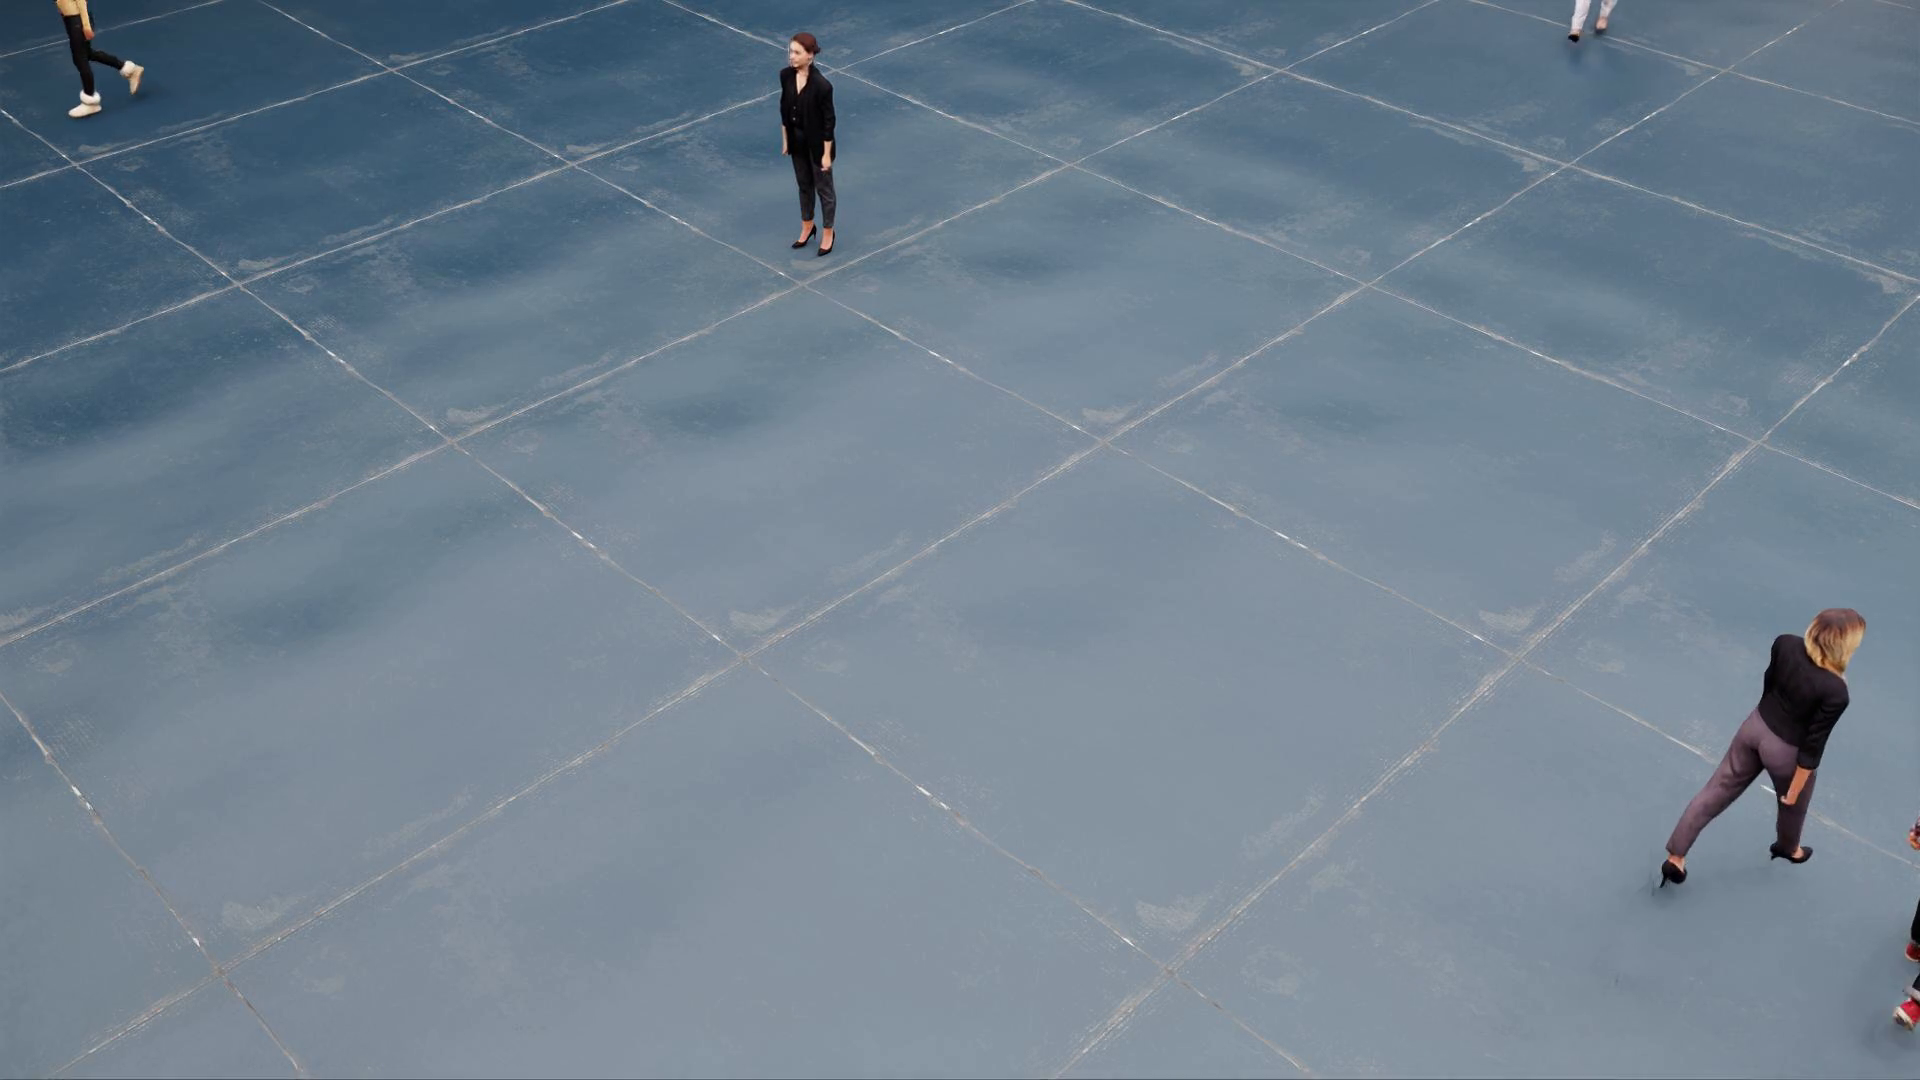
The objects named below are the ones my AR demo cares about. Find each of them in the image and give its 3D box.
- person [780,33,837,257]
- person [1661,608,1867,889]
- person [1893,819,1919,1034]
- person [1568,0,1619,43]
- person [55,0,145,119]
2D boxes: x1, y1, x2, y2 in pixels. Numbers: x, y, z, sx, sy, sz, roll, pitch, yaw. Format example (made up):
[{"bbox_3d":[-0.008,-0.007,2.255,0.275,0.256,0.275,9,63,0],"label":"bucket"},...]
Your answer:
[{"bbox_3d":[-1.109,-2.965,12.447,0.671,1.718,0.618,24,43,28],"label":"person"},{"bbox_3d":[3.507,0.976,7.346,1.130,1.617,0.915,-12,39,-15],"label":"person"},{"bbox_3d":[4.169,1.304,6.806,1.042,1.749,0.698,-30,46,-33],"label":"person"},{"bbox_3d":[6.324,-5.775,16.044,0.933,1.837,1.284,16,40,20],"label":"person"},{"bbox_3d":[-7.706,-4.598,14.658,0.998,1.641,0.661,-27,45,-31],"label":"person"}]
